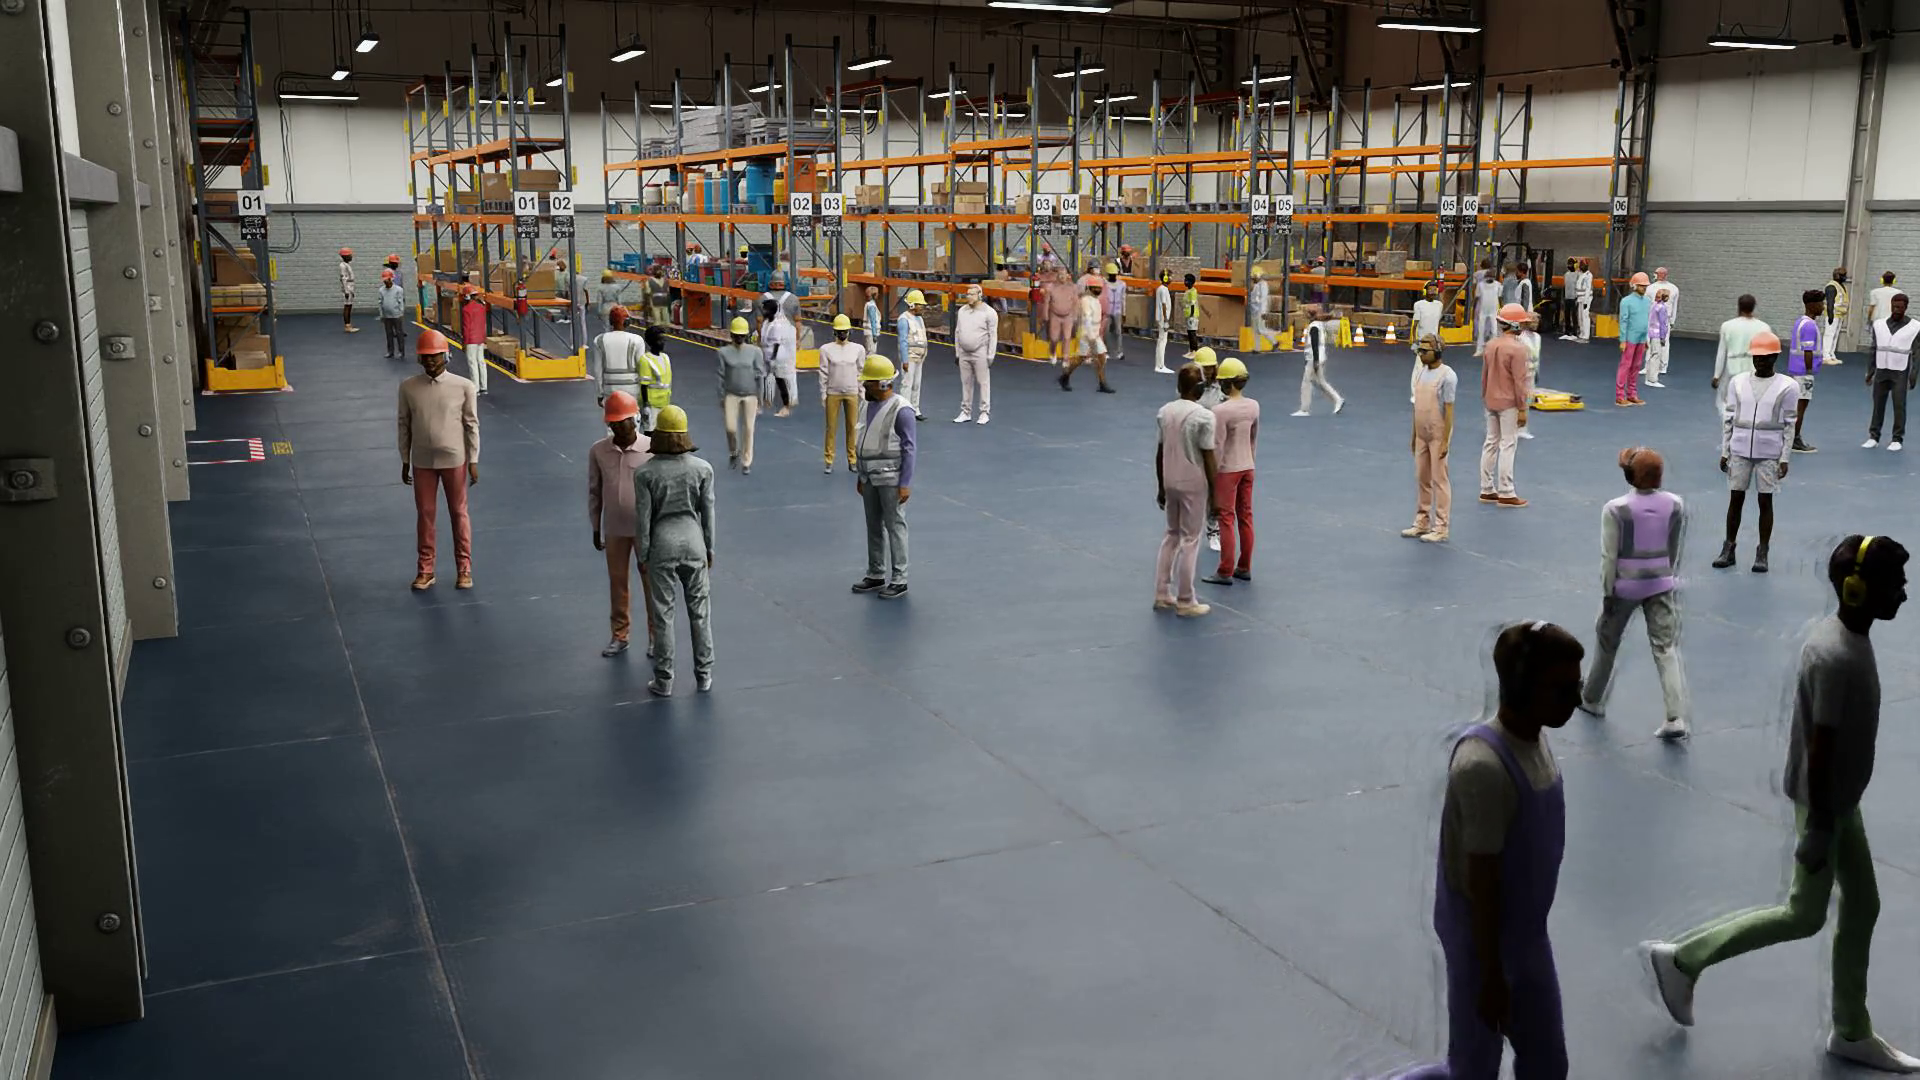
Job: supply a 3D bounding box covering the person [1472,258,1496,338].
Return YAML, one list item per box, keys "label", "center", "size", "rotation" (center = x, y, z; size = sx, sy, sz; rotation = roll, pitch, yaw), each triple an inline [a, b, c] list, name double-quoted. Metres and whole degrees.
- label: "person"
  center: [12.098, -5.591, 38.442]
  size: [0.520, 1.844, 0.331]
  rotation: [5, 12, 24]

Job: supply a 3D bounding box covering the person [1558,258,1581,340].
- label: "person"
  center: [13.920, -5.485, 37.883]
  size: [0.328, 1.862, 0.502]
  rotation: [-6, 13, -27]

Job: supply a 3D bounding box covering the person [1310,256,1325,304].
- label: "person"
  center: [9.503, -6.610, 43.883]
  size: [0.564, 1.744, 0.354]
  rotation: [7, 13, 33]

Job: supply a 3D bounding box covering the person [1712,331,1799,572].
- label: "person"
  center: [6.410, -0.709, 13.397]
  size: [0.542, 1.938, 0.357]
  rotation: [9, 14, 38]

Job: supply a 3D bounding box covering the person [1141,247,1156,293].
- label: "person"
  center: [6.367, -9.066, 56.454]
  size: [0.924, 1.705, 0.600]
  rotation: [-1, 11, -4]

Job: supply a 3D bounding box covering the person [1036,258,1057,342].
- label: "person"
  center: [1.850, -5.119, 35.885]
  size: [0.636, 1.911, 0.406]
  rotation: [-2, 11, -11]

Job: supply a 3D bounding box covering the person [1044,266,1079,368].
- label: "person"
  center: [1.890, -4.154, 31.012]
  size: [0.649, 1.895, 0.435]
  rotation: [-1, 11, -5]

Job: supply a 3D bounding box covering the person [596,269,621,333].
- label: "person"
  center: [-7.195, -4.678, 34.072]
  size: [0.505, 1.730, 0.353]
  rotation: [-5, 12, -22]

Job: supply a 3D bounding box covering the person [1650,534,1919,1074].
- label: "person"
  center: [2.861, 0.872, 5.630]
  size: [0.805, 1.846, 0.519]
  rotation: [7, 13, 33]

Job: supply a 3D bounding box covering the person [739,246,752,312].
- label: "person"
  center: [-6.240, -7.592, 48.403]
  size: [0.367, 1.927, 0.584]
  rotation: [-5, 12, -25]

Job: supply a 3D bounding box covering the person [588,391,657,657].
- label: "person"
  center: [-2.153, -0.100, 10.798]
  size: [0.568, 1.743, 0.354]
  rotation: [2, 11, 8]

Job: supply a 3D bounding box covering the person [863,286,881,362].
- label: "person"
  center: [-1.488, -3.468, 28.162]
  size: [0.306, 1.645, 0.523]
  rotation: [-2, 11, -12]

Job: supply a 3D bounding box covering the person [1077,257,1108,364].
- label: "person"
  center: [2.583, -4.387, 31.827]
  size: [0.689, 2.000, 0.539]
  rotation: [-8, 14, -36]

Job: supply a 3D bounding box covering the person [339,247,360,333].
- label: "person"
  center: [-14.776, -6.035, 40.187]
  size: [0.365, 2.048, 0.608]
  rotation: [-2, 11, -10]

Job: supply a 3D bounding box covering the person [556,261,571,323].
- label: "person"
  center: [-10.417, -6.505, 43.630]
  size: [0.507, 1.631, 0.266]
  rotation: [8, 14, 35]

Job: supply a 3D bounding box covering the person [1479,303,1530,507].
- label: "person"
  center: [5.377, -1.325, 16.378]
  size: [0.379, 1.996, 0.611]
  rotation: [-4, 12, -18]

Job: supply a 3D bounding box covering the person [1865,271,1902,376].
- label: "person"
  center: [16.290, -3.811, 29.371]
  size: [0.523, 1.860, 0.346]
  rotation: [4, 12, 17]

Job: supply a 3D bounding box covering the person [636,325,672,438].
- label: "person"
  center: [-3.235, -1.434, 17.695]
  size: [0.320, 1.695, 0.537]
  rotation: [4, 12, 20]

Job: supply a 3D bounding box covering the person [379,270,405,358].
- label: "person"
  center: [-11.315, -4.486, 33.080]
  size: [0.564, 1.746, 0.346]
  rotation: [3, 12, 15]

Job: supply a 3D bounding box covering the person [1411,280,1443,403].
- label: "person"
  center: [7.082, -2.997, 25.202]
  size: [0.532, 1.868, 0.310]
  rotation: [-4, 12, -20]

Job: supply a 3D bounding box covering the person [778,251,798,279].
- label: "person"
  center: [-4.533, -6.519, 43.027]
  size: [0.677, 1.891, 0.427]
  rotation: [-5, 12, -22]

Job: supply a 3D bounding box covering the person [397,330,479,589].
- label: "person"
  center: [-3.997, -0.612, 12.759]
  size: [0.608, 1.995, 0.377]
  rotation: [-1, 11, -5]

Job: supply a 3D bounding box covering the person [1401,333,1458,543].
- label: "person"
  center: [4.146, -0.900, 14.630]
  size: [0.339, 1.839, 0.503]
  rotation: [-5, 12, -22]

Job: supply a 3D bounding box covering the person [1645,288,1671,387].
- label: "person"
  center: [11.603, -3.359, 27.653]
  size: [0.314, 1.632, 0.523]
  rotation: [2, 11, 10]

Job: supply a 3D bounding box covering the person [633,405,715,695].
- label: "person"
  center: [-1.708, 0.061, 9.978]
  size: [0.490, 1.744, 0.295]
  rotation: [-5, 12, -23]

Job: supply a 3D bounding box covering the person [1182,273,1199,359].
- label: "person"
  center: [4.568, -4.427, 32.932]
  size: [0.322, 1.690, 0.532]
  rotation: [-1, 11, -5]

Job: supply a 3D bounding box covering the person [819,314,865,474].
- label: "person"
  center: [-1.296, -1.616, 18.442]
  size: [0.526, 1.769, 0.329]
  rotation: [-2, 11, -11]

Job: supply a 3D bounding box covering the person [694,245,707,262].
- label: "person"
  center: [-8.085, -8.173, 51.471]
  size: [0.574, 1.884, 0.361]
  rotation: [-3, 11, -13]

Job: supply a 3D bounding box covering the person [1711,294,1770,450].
- label: "person"
  center: [9.405, -2.008, 20.070]
  size: [0.640, 1.910, 0.421]
  rotation: [0, 11, 1]

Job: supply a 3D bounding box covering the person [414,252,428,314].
- label: "person"
  center: [-15.364, -7.312, 47.392]
  size: [0.314, 1.769, 0.523]
  rotation: [-9, 14, -37]

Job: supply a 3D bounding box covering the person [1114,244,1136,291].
- label: "person"
  center: [4.373, -6.796, 44.049]
  size: [0.615, 2.047, 0.358]
  rotation: [-3, 12, -17]

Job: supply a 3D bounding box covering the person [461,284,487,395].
- label: "person"
  center: [-7.738, -3.176, 26.399]
  size: [0.333, 1.749, 0.574]
  rotation: [3, 12, 16]

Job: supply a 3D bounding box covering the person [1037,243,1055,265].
- label: "person"
  center: [2.458, -7.682, 48.676]
  size: [0.676, 1.997, 0.685]
  rotation: [-2, 11, -10]

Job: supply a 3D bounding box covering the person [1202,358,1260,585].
- label: "person"
  center: [2.109, -0.531, 12.933]
  size: [0.524, 1.769, 0.309]
  rotation: [-10, 15, -41]
